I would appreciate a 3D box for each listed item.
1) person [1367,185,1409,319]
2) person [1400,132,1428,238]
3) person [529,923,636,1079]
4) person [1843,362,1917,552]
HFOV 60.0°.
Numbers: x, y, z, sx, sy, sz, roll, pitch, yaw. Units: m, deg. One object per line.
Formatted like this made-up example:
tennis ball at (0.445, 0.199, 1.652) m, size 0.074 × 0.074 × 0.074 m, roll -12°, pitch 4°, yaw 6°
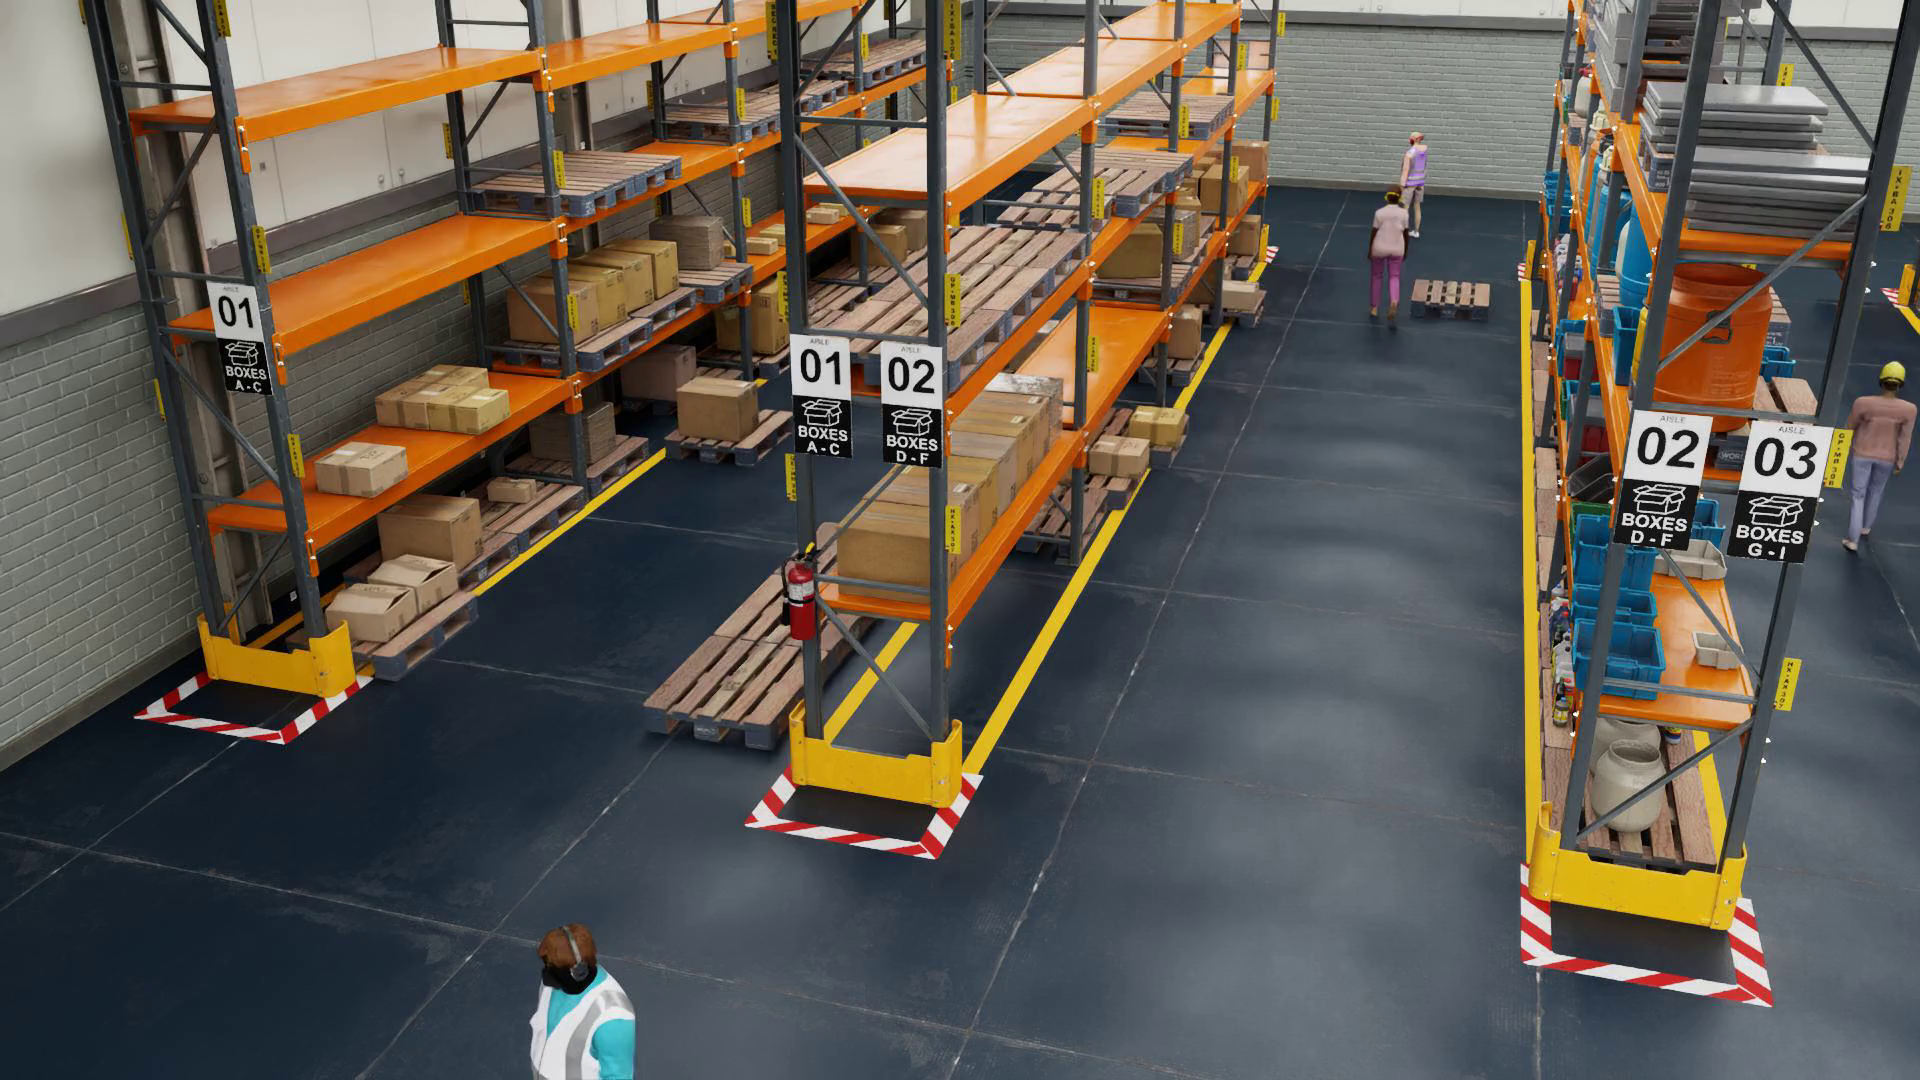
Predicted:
person at (5.685, -3.804, 22.088) m, size 0.518 × 1.779 × 0.694 m, roll 3°, pitch 23°, yaw 6°
person at (7.181, -5.620, 26.415) m, size 0.492 × 1.688 × 0.348 m, roll -14°, pitch 27°, yaw -29°
person at (-1.668, 2.493, 7.414) m, size 0.429 × 1.841 × 0.627 m, roll -19°, pitch 30°, yaw -37°
person at (8.291, -0.792, 15.150) m, size 0.537 × 1.739 × 0.761 m, roll 7°, pitch 24°, yaw 16°
